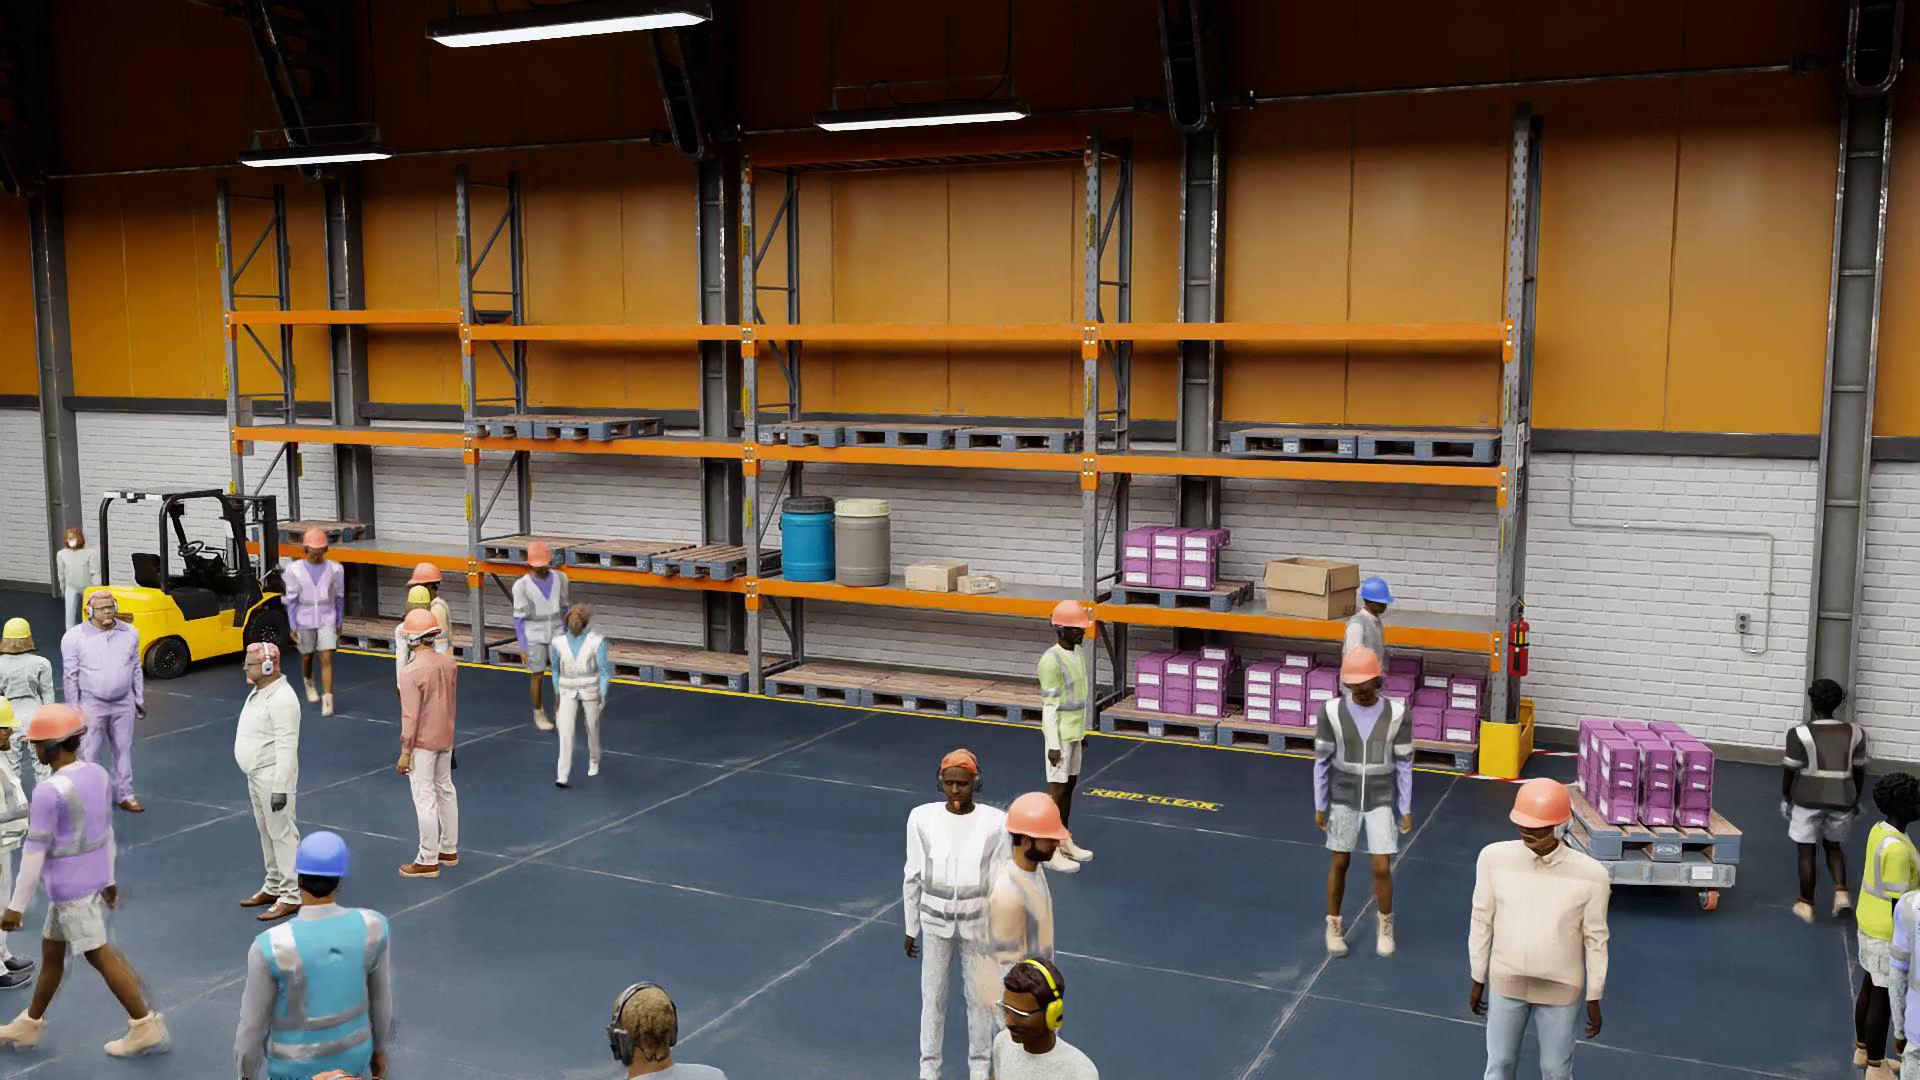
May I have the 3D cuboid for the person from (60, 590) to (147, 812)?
[{"bbox_3d":[-7.098,1.363,13.844,0.404,1.911,0.636,6,9,40],"label":"person"}]

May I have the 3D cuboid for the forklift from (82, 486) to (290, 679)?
[{"bbox_3d":[-9.426,0.454,20.179,1.214,2.155,2.313,3,8,26],"label":"forklift"}]

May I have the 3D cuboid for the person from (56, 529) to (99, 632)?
[{"bbox_3d":[-11.151,0.648,21.047,0.506,1.583,0.884,-2,7,-16],"label":"person"}]

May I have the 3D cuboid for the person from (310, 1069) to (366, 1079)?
[{"bbox_3d":[-1.774,2.462,4.863,0.354,1.883,0.573,4,8,30],"label":"person"}]

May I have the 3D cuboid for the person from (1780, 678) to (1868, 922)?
[{"bbox_3d":[5.859,1.779,11.299,0.554,1.685,0.384,0,7,4],"label":"person"}]

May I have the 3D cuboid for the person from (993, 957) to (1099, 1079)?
[{"bbox_3d":[0.271,2.358,5.813,0.332,1.863,0.507,-6,9,-41],"label":"person"}]

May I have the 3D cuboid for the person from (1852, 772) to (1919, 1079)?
[{"bbox_3d":[4.954,2.070,8.851,0.318,1.700,0.535,2,7,19],"label":"person"}]

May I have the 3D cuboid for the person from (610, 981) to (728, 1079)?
[{"bbox_3d":[-1.001,2.380,5.389,0.392,1.929,0.630,6,9,39],"label":"person"}]

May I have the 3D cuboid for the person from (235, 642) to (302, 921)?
[{"bbox_3d":[-4.783,1.648,11.494,0.408,1.909,0.642,-6,9,-39],"label":"person"}]

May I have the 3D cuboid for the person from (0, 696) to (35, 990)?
[{"bbox_3d":[-5.922,1.850,10.193,0.403,1.819,0.602,-4,8,-29],"label":"person"}]

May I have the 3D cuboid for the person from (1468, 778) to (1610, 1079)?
[{"bbox_3d":[2.664,2.065,7.702,0.612,1.990,0.392,3,8,27],"label":"person"}]

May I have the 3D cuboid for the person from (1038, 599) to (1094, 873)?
[{"bbox_3d":[0.815,1.456,12.515,0.374,2.043,0.612,3,8,25],"label":"person"}]

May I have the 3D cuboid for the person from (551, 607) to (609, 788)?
[{"bbox_3d":[-3.397,1.395,14.883,0.531,1.590,0.871,0,7,-2],"label":"person"}]

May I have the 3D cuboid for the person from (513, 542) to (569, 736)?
[{"bbox_3d":[-4.174,0.985,16.656,0.639,1.977,0.800,-5,9,-37],"label":"person"}]

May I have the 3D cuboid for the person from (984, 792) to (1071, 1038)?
[{"bbox_3d":[0.248,2.097,7.732,0.537,1.919,0.549,2,7,16],"label":"person"}]

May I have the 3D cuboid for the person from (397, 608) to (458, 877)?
[{"bbox_3d":[-3.966,1.498,12.370,0.381,1.994,0.614,2,7,16],"label":"person"}]

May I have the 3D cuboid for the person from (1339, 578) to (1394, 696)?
[{"bbox_3d":[3.538,1.276,14.492,0.455,1.929,0.626,5,8,34],"label":"person"}]

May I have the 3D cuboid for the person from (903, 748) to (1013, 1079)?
[{"bbox_3d":[-0.011,2.009,8.605,0.573,1.883,0.353,1,7,4],"label":"person"}]

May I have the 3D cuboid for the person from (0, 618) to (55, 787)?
[{"bbox_3d":[-7.576,1.492,13.447,0.484,1.744,0.294,-3,8,-25],"label":"person"}]

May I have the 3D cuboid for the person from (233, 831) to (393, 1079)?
[{"bbox_3d":[-2.707,2.183,7.010,0.629,1.925,0.657,6,9,42],"label":"person"}]

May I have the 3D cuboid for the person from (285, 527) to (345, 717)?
[{"bbox_3d":[-6.902,0.835,17.833,0.599,2.008,0.994,-3,8,-24],"label":"person"}]

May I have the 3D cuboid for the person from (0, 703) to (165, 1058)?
[{"bbox_3d":[-4.927,1.891,9.164,1.045,1.992,0.631,-1,7,-5],"label":"person"}]

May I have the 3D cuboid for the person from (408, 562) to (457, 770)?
[{"bbox_3d":[-4.866,1.167,15.342,0.373,1.935,0.551,-3,7,-23],"label":"person"}]

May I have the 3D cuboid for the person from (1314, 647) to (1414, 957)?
[{"bbox_3d":[2.596,1.683,10.729,0.627,2.022,0.410,2,7,13],"label":"person"}]

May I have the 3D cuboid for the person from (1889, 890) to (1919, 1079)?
[{"bbox_3d":[4.309,2.152,7.195,0.379,1.938,0.547,-4,8,-30],"label":"person"}]

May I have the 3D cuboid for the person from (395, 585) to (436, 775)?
[{"bbox_3d":[-4.913,1.281,15.190,0.493,1.743,0.314,-6,9,-38],"label":"person"}]
